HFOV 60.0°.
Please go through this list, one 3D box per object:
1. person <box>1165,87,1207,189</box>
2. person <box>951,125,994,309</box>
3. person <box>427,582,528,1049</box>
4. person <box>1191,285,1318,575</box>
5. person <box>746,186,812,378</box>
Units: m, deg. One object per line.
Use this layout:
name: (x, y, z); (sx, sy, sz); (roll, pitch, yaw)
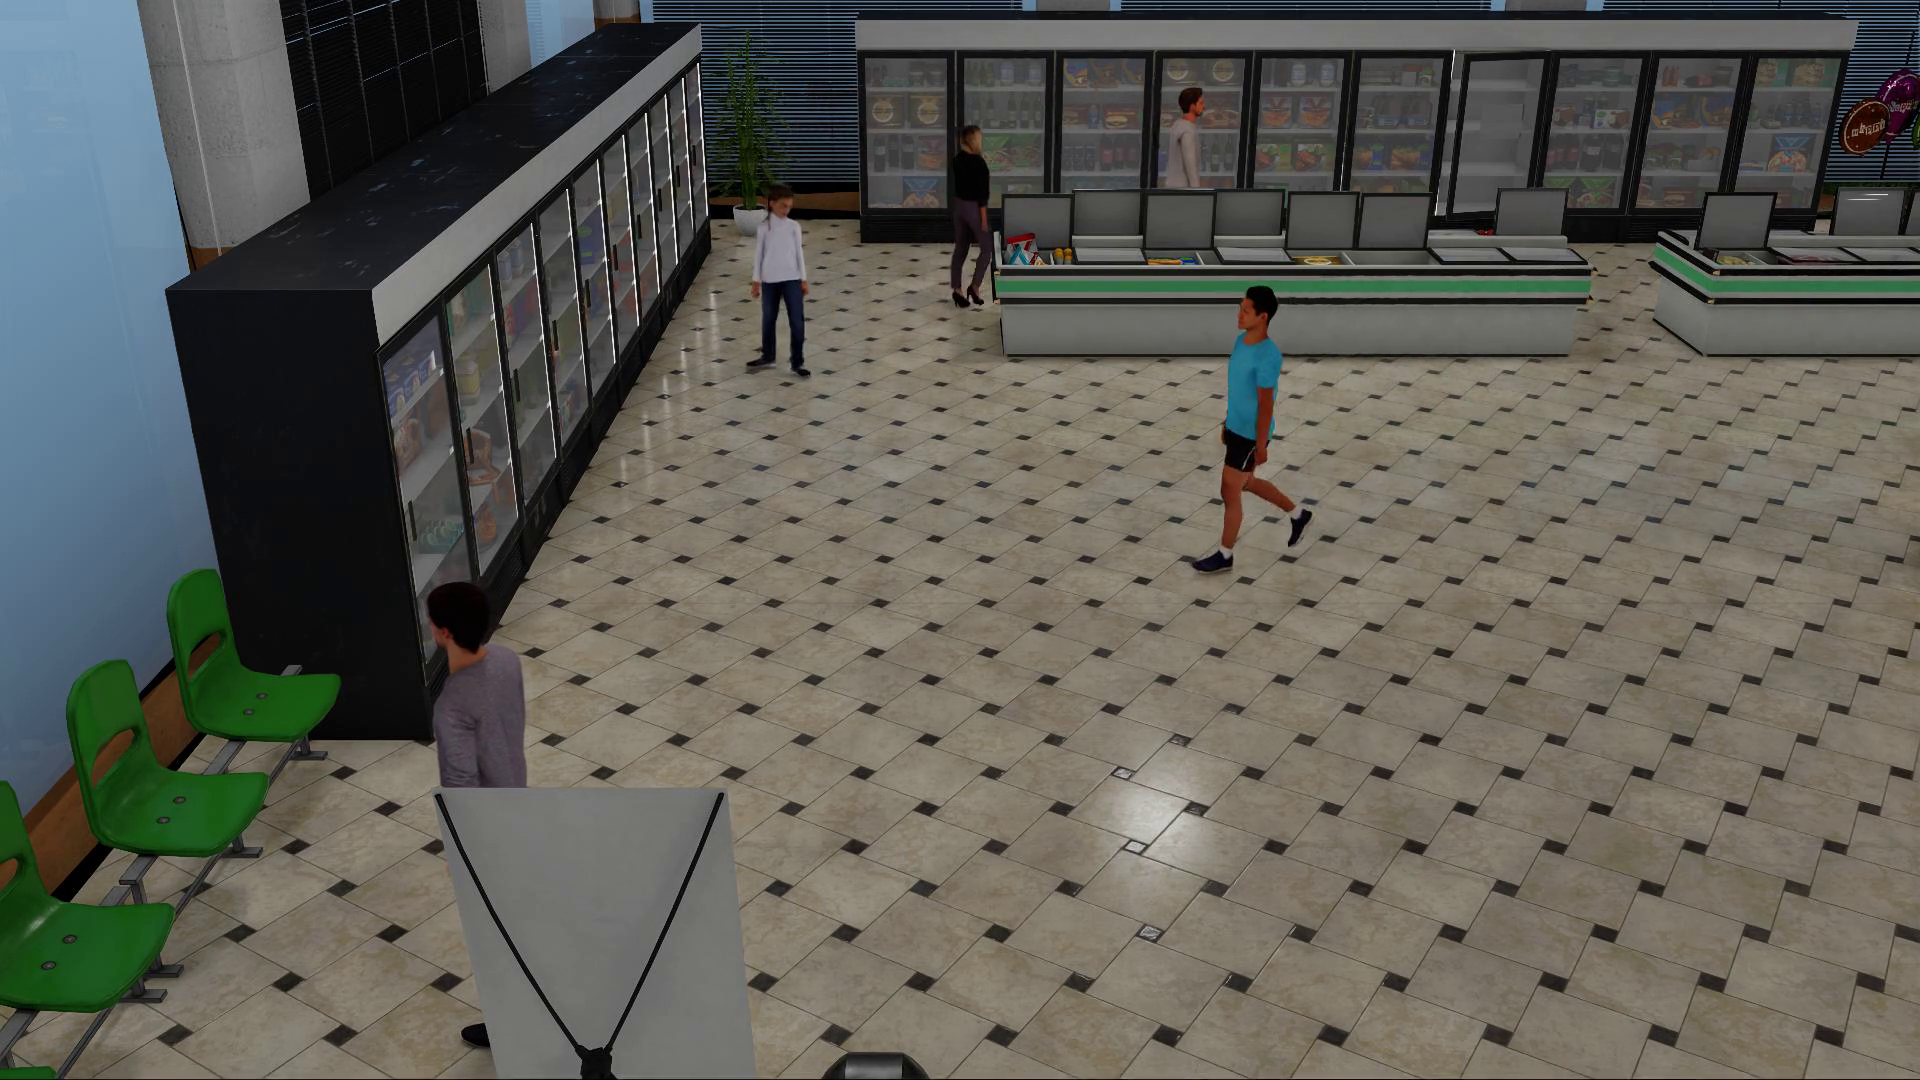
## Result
person: (2.028, -3.320, 15.848); (1.215, 1.847, 0.716); (1, 24, 3)
person: (0.035, -2.915, 15.154); (0.804, 1.661, 0.751); (-21, 31, -39)
person: (-1.694, 0.992, 6.000); (0.591, 1.843, 0.701); (4, 24, 10)
person: (1.786, -0.637, 9.830); (1.042, 1.756, 0.701); (-3, 24, -7)
person: (-1.448, -2.104, 13.450); (0.598, 1.541, 0.828); (5, 24, 11)
